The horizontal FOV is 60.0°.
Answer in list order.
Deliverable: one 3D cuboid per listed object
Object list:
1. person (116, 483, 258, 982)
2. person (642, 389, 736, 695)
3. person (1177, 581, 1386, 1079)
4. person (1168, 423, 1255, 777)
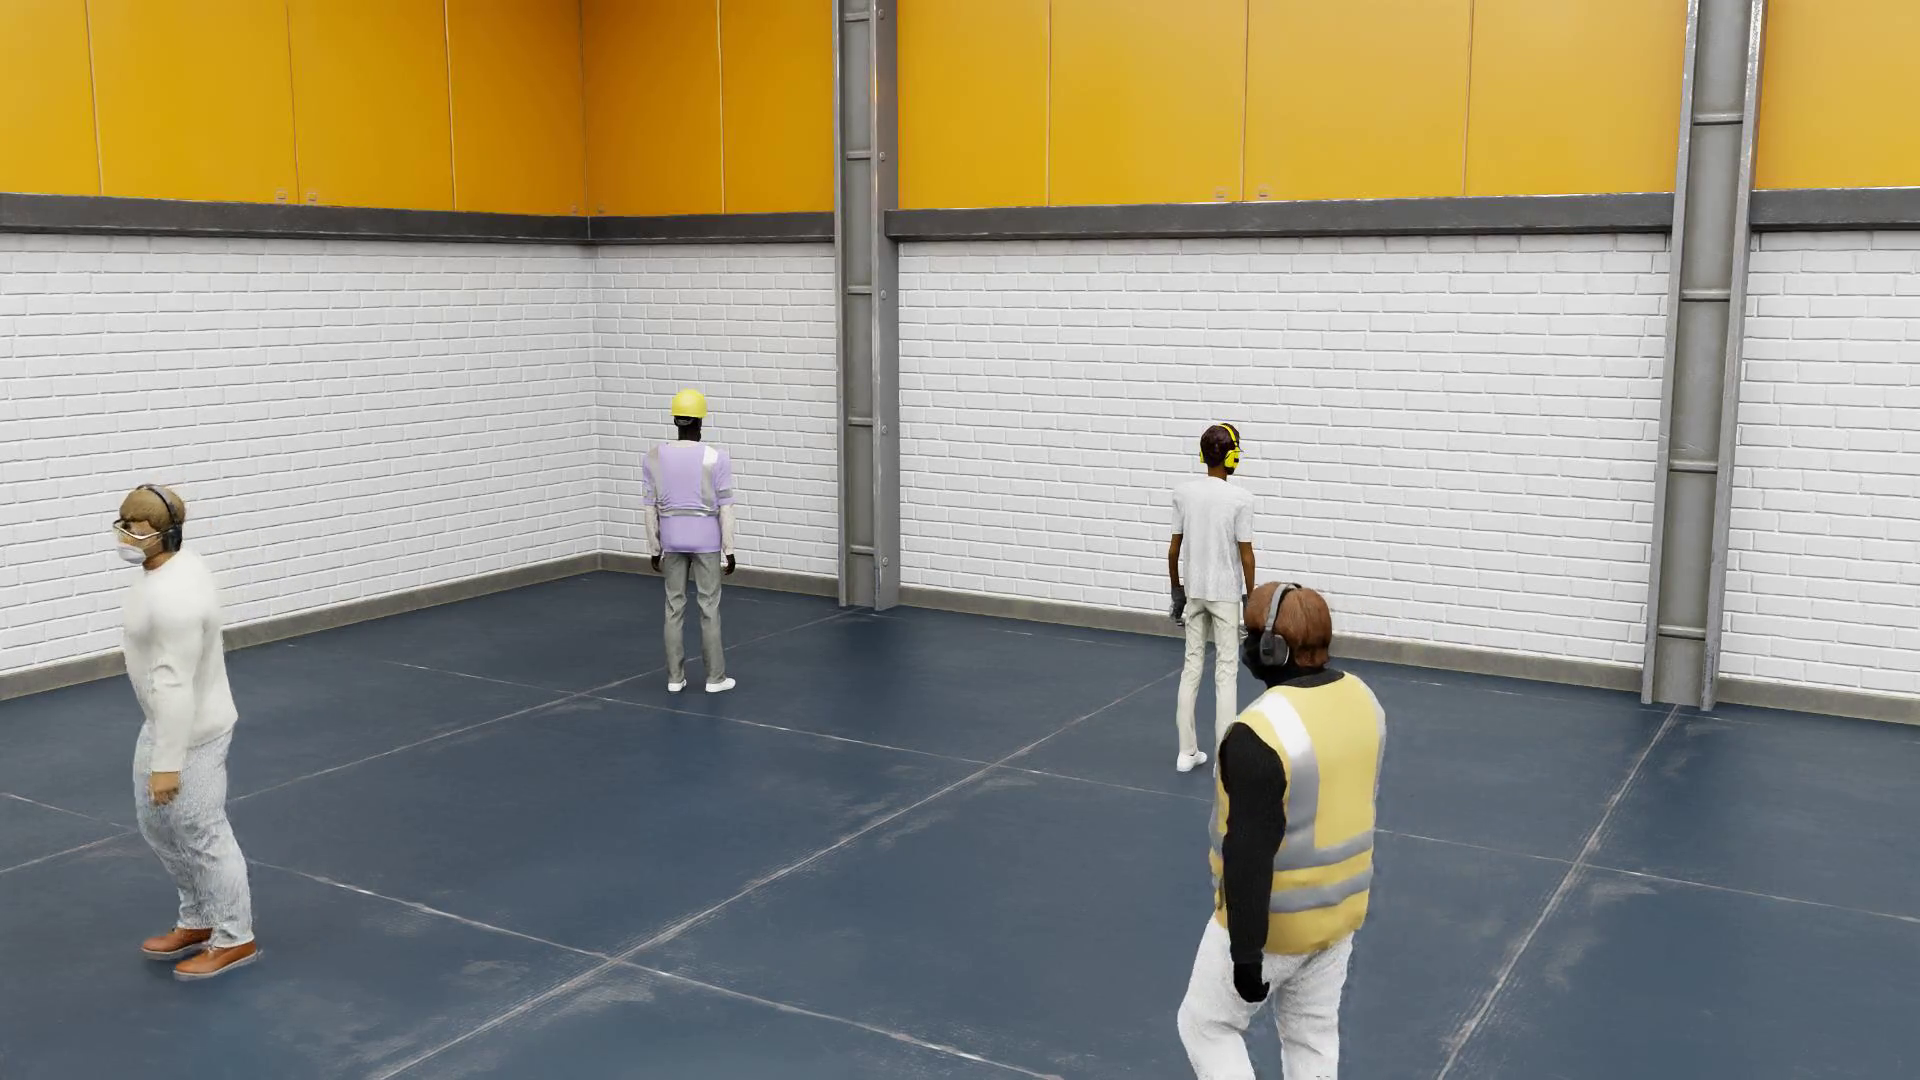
[{"bbox_3d":[-2.860,0.723,6.140,0.451,1.907,0.671,-6,11,-33],"label":"person"},{"bbox_3d":[-1.689,0.019,10.458,0.585,1.927,0.366,1,9,8],"label":"person"},{"bbox_3d":[0.878,1.013,4.553,0.633,1.828,0.470,-8,12,-41],"label":"person"},{"bbox_3d":[1.337,0.317,8.776,0.530,1.869,0.311,7,12,38],"label":"person"}]
